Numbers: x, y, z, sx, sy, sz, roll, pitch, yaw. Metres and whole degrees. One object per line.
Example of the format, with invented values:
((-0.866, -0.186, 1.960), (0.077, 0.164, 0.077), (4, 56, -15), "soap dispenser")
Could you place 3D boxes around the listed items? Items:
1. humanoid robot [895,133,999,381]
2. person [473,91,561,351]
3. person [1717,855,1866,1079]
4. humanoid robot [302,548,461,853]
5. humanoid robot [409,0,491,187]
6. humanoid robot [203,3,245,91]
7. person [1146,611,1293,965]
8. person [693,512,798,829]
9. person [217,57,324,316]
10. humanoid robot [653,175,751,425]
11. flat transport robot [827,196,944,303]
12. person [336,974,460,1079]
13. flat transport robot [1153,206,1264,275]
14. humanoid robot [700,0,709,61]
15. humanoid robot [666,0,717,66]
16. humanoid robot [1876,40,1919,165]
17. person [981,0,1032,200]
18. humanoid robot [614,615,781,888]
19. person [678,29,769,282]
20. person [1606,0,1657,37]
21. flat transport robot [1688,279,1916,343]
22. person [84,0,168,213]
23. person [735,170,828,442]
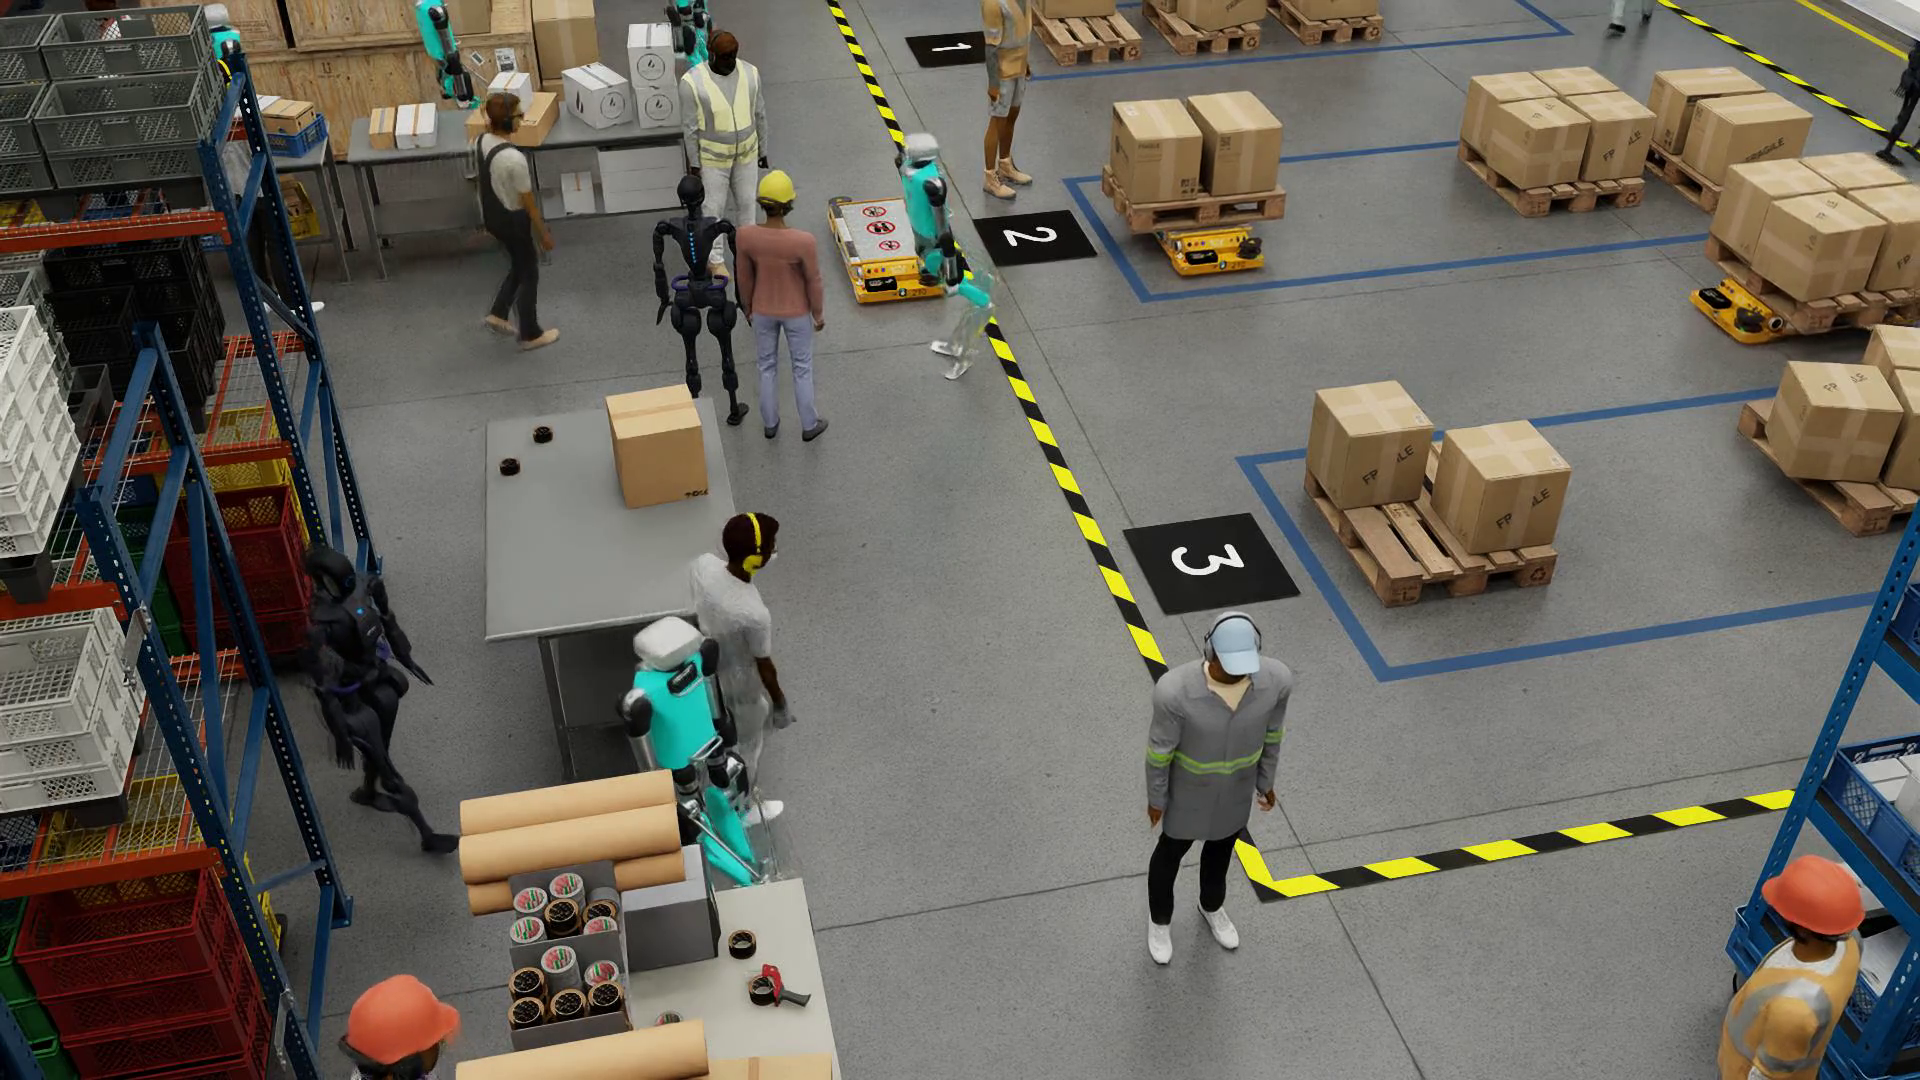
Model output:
((-0.029, -1.861, 10.809), (0.783, 1.736, 0.627), (-17, 40, -22), "humanoid robot")
((-2.964, -2.075, 11.038), (0.438, 1.824, 0.511), (-27, 44, -31), "person")
((2.733, 1.806, 5.736), (0.370, 1.928, 0.542), (26, 44, 31), "person")
((-2.604, 0.690, 7.474), (0.741, 1.630, 0.598), (13, 39, 17), "humanoid robot")
((-3.869, -3.666, 13.188), (0.724, 1.723, 0.531), (-23, 42, -27), "humanoid robot")
((-5.550, -3.058, 12.413), (0.686, 1.782, 0.533), (-21, 41, -26), "humanoid robot")
((1.047, 1.022, 6.854), (0.589, 1.852, 0.399), (-8, 37, -10), "person")
((-0.959, 0.621, 7.399), (0.379, 1.843, 0.535), (-23, 43, -28), "person")
((-4.836, -2.404, 11.444), (0.509, 1.872, 0.329), (21, 41, 26), "person")
((-1.611, -1.478, 10.347), (0.599, 1.657, 0.315), (-1, 37, -1), "humanoid robot")
((-0.570, -2.220, 12.538), (0.659, 0.231, 1.431), (-8, 37, -10), "flat transport robot")
((-1.656, 2.155, 5.202), (0.443, 2.021, 0.739), (-5, 37, -7), "person")
((1.795, -2.486, 12.872), (0.652, 0.197, 1.431), (-8, 37, -10), "flat transport robot")
((-2.467, -5.199, 15.298), (0.546, 1.734, 0.990), (-13, 39, -17), "humanoid robot")
((-2.073, -4.200, 13.998), (0.798, 1.798, 0.530), (11, 38, 14), "humanoid robot")
((7.927, -3.855, 13.555), (0.613, 1.642, 0.368), (-14, 39, -18), "humanoid robot")
((0.407, -3.700, 13.043), (0.384, 2.039, 0.613), (18, 40, 23), "person")
((-0.925, 1.147, 6.795), (0.856, 1.773, 0.540), (20, 41, 25), "humanoid robot")
((-1.662, -2.769, 11.968), (0.630, 1.835, 0.429), (-18, 40, -23), "person")
((6.696, -5.817, 16.110), (0.628, 1.775, 0.950), (21, 41, 26), "person")
((6.027, -1.712, 11.832), (1.431, 0.197, 0.652), (-8, 37, -10), "flat transport robot")
((-6.276, -3.358, 12.683), (0.392, 1.921, 0.592), (-20, 41, -25), "person")
((-1.085, -1.420, 10.208), (0.531, 1.765, 0.326), (7, 37, 9), "person")
